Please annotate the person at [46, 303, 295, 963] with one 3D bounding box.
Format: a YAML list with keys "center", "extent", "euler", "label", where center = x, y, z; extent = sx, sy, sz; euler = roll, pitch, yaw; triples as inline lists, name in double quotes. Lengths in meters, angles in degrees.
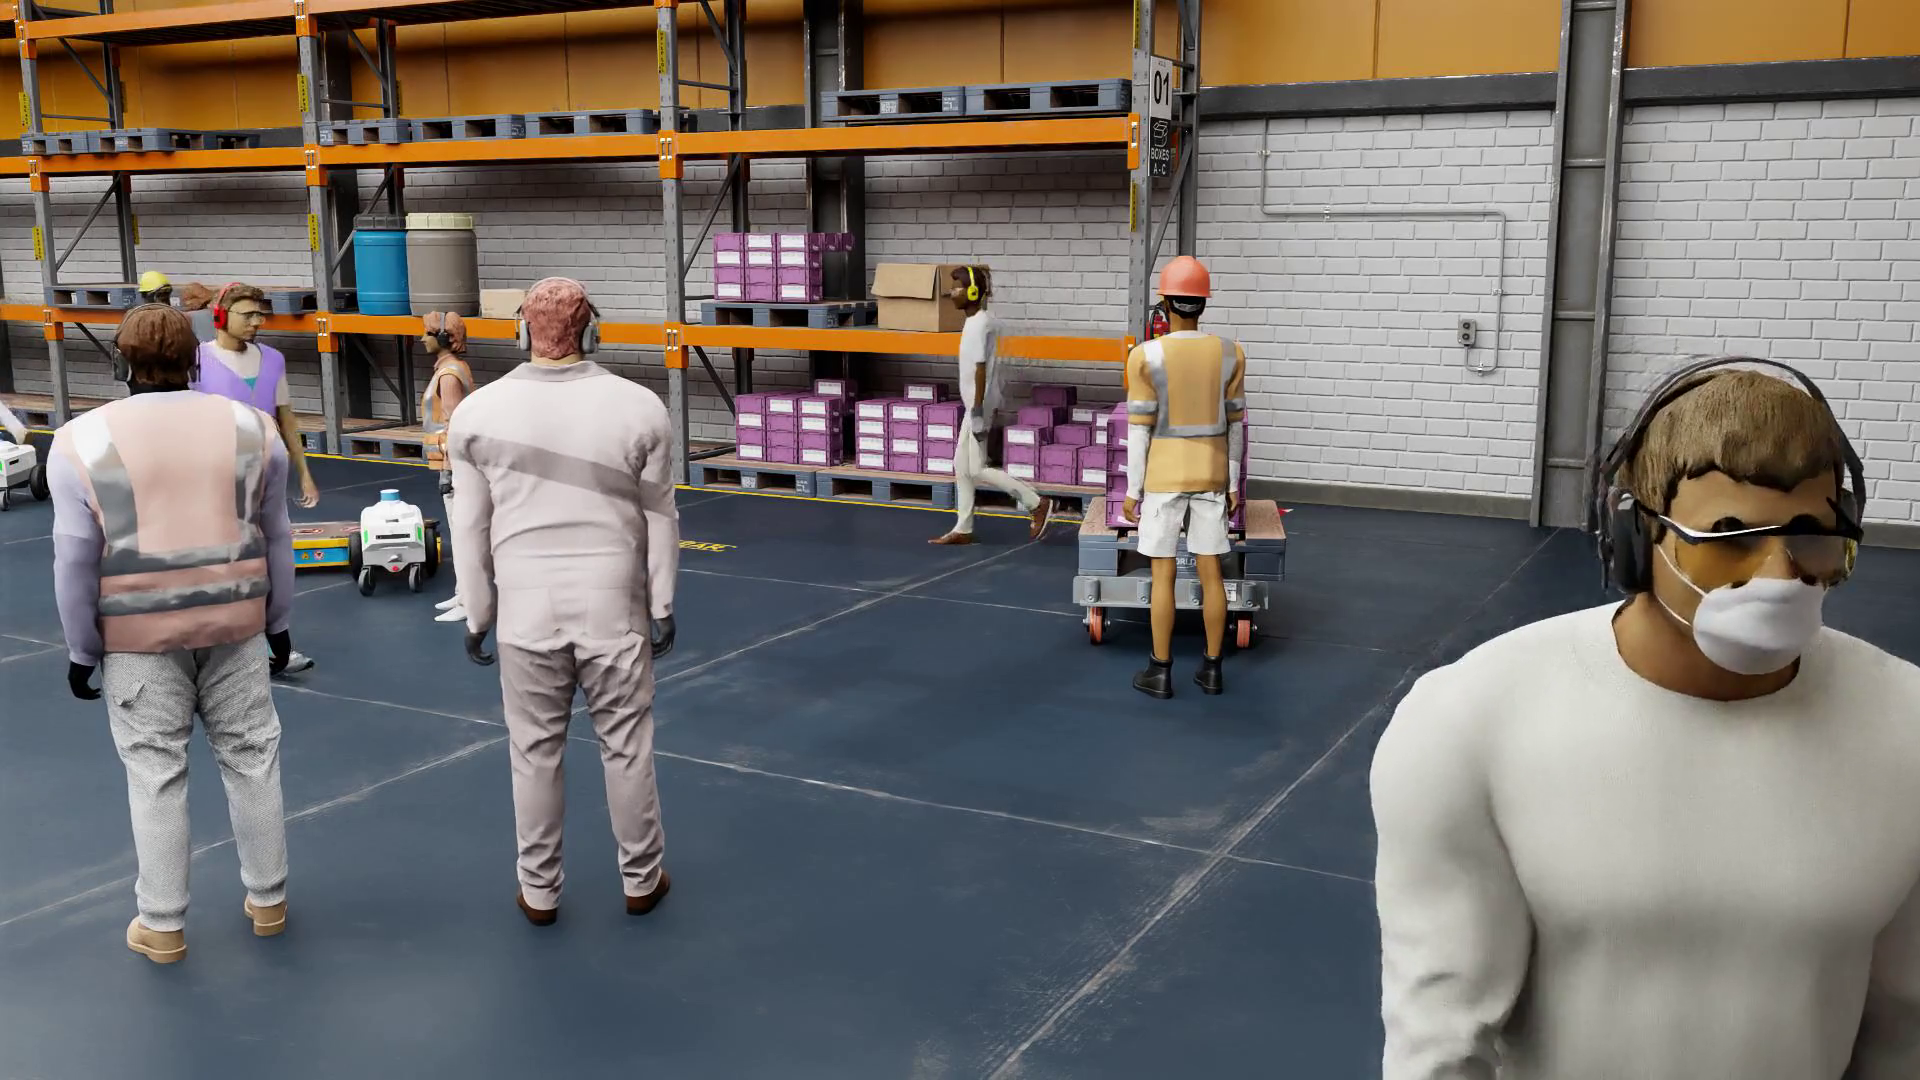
- center: [-2.193, 0.262, 4.683]
  extent: [0.622, 1.844, 0.429]
  euler: [-8, 13, -38]
  label: "person"

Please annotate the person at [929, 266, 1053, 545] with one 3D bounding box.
- center: [0.198, -0.853, 10.811]
  extent: [0.729, 1.847, 0.515]
  euler: [-1, 10, -3]
  label: "person"

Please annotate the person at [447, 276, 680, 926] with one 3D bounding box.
- center: [-1.149, 0.187, 4.914]
  extent: [0.643, 1.910, 0.400]
  euler: [-2, 11, -11]
  label: "person"

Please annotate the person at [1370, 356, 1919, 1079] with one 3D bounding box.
- center: [0.721, 0.779, 1.669]
  extent: [0.624, 1.900, 0.878]
  euler: [1, 10, 7]
  label: "person"

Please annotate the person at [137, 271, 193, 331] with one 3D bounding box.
- center: [-6.320, -1.255, 13.265]
  extent: [0.399, 1.754, 0.532]
  euler: [6, 12, 30]
  label: "person"

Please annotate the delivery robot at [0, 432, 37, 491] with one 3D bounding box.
- center: [-7.247, -0.570, 12.514]
  extent: [0.477, 0.478, 0.707]
  euler: [-2, 11, -9]
  label: "delivery robot"

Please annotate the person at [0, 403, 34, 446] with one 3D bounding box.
- center: [-8.713, -1.562, 14.755]
  extent: [0.750, 1.818, 0.620]
  euler: [3, 11, 15]
  label: "person"

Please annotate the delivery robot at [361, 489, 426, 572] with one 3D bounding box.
- center: [-3.299, -0.050, 9.663]
  extent: [0.477, 0.478, 0.707]
  euler: [-4, 11, -19]
  label: "delivery robot"

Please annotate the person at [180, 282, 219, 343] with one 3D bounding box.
- center: [-6.950, -1.582, 15.450]
  extent: [0.565, 1.610, 0.361]
  euler: [-6, 12, -28]
  label: "person"

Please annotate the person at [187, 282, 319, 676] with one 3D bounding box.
- center: [-3.256, -0.274, 7.700]
  extent: [0.905, 1.802, 0.583]
  euler: [5, 11, 25]
  label: "person"

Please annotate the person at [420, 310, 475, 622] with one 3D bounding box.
- center: [-2.679, -0.389, 8.801]
  extent: [0.310, 1.642, 0.514]
  euler: [-3, 11, -14]
  label: "person"

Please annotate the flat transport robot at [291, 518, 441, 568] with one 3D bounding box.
- center: [-3.947, 0.035, 10.232]
  extent: [1.431, 0.197, 0.652]
  euler: [-3, 11, -16]
  label: "flat transport robot"

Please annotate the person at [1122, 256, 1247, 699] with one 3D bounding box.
- center: [0.973, -0.266, 7.309]
  extent: [0.542, 1.939, 0.362]
  euler: [-2, 11, -12]
  label: "person"
